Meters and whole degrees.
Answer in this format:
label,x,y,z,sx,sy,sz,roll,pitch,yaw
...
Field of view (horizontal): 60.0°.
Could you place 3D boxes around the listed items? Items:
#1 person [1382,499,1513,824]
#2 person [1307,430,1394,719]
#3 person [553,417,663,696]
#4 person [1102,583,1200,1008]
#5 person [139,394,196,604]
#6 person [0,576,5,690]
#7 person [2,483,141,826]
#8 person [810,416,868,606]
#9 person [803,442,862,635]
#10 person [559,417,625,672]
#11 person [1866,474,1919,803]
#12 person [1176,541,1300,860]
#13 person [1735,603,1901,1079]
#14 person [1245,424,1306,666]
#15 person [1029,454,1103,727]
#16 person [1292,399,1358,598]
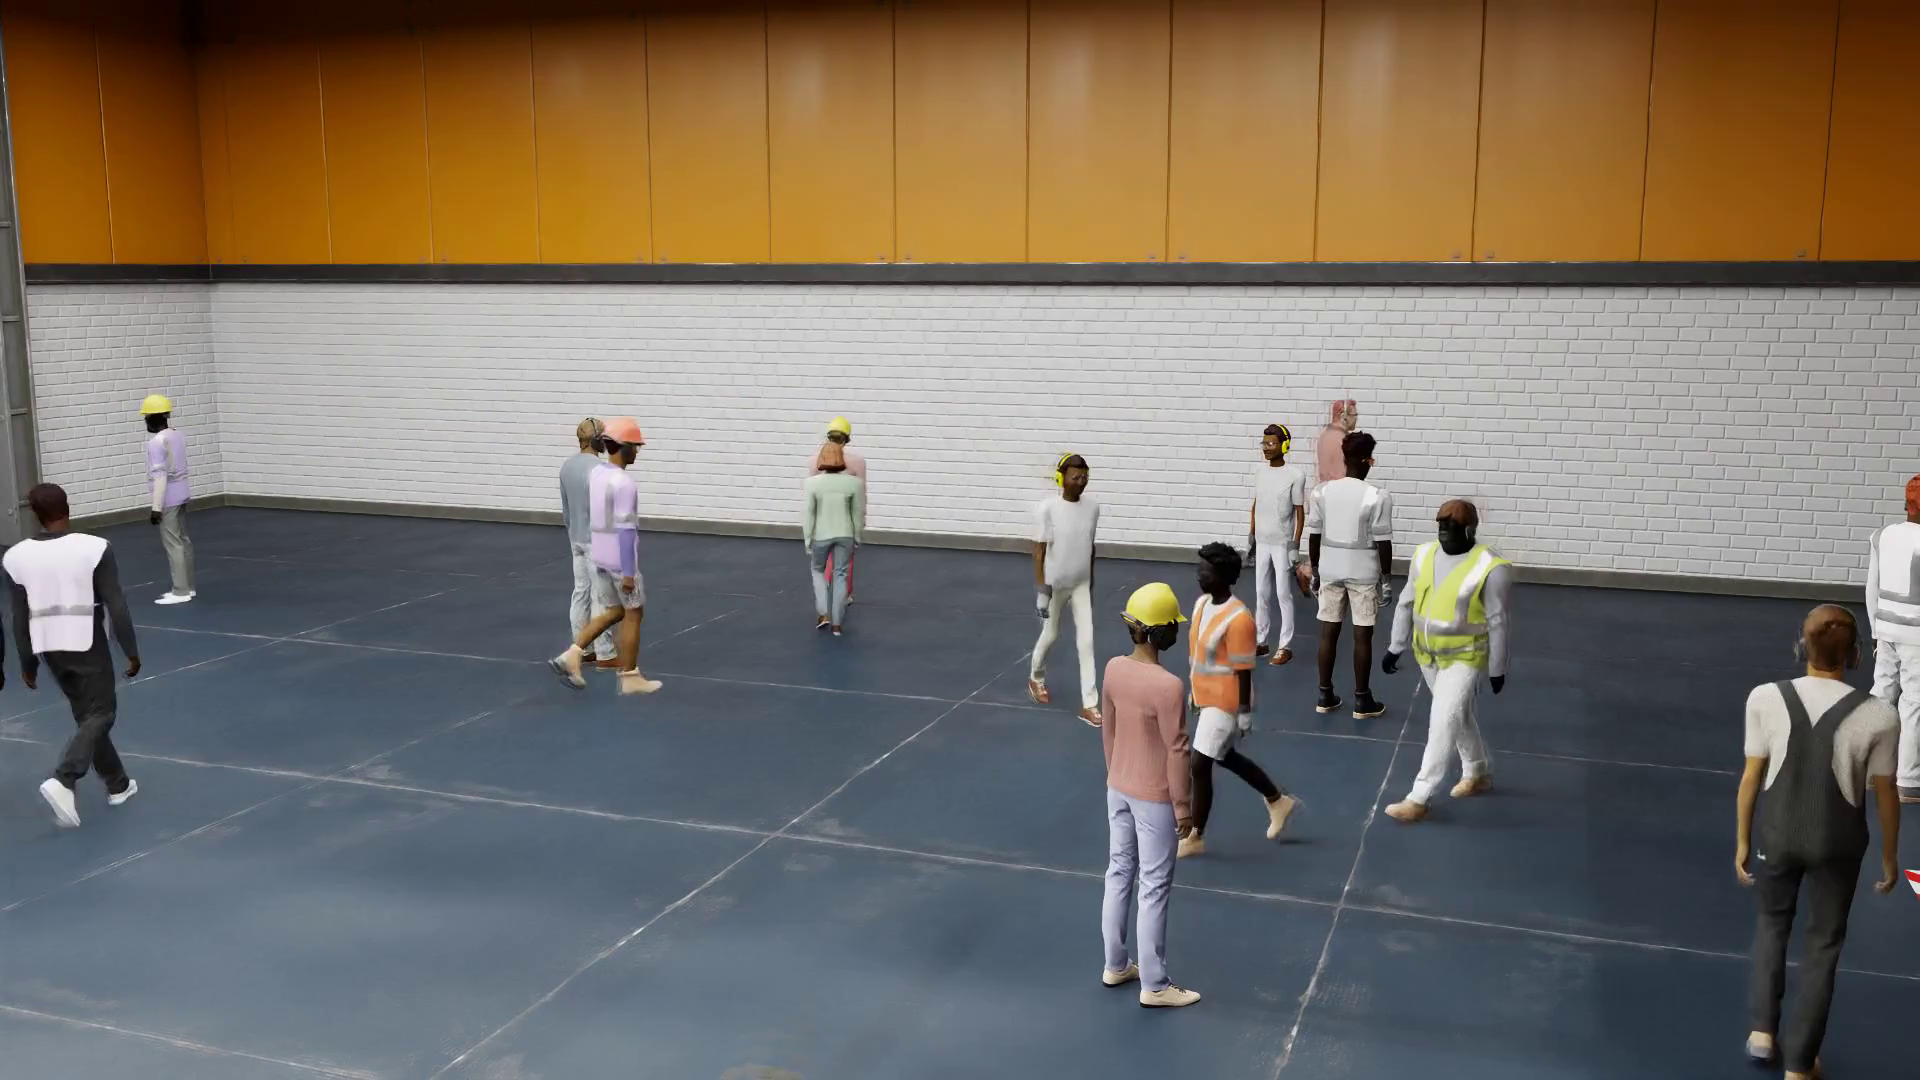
label,x,y,z,sx,sy,sz,roll,pitch,yaw
person,2.749,0.649,9.357,0.987,1.792,0.629,-6,11,-32
person,2.673,0.232,11.361,0.613,1.962,0.362,7,12,38
person,-2.498,0.136,11.801,0.654,2.017,0.629,-7,11,-36
person,0.784,1.050,6.906,0.310,1.769,0.525,-5,11,-31
person,-7.266,-0.372,15.230,0.381,1.925,0.593,-1,9,-4
person,-5.595,0.668,9.166,0.635,1.809,0.910,-1,9,-4
person,-4.952,0.620,9.239,0.658,1.867,0.831,0,9,2
person,-1.097,-0.236,14.927,0.537,1.747,0.542,1,9,5
person,-1.069,-0.015,13.961,0.514,1.616,0.407,-2,9,-13
person,-2.784,0.034,12.676,0.631,1.940,0.372,8,12,42
person,5.466,0.560,9.571,0.355,1.887,0.573,-2,9,-13
person,1.429,0.822,8.651,0.784,1.671,0.530,-2,9,-13
person,3.209,1.131,6.211,0.525,1.829,0.532,7,12,38
person,2.426,0.034,12.885,0.326,1.874,0.519,-8,12,-40
person,0.716,0.302,11.403,0.535,1.822,1.006,-4,10,-22
person,3.421,-0.357,15.274,0.645,1.890,0.649,0,9,-3
